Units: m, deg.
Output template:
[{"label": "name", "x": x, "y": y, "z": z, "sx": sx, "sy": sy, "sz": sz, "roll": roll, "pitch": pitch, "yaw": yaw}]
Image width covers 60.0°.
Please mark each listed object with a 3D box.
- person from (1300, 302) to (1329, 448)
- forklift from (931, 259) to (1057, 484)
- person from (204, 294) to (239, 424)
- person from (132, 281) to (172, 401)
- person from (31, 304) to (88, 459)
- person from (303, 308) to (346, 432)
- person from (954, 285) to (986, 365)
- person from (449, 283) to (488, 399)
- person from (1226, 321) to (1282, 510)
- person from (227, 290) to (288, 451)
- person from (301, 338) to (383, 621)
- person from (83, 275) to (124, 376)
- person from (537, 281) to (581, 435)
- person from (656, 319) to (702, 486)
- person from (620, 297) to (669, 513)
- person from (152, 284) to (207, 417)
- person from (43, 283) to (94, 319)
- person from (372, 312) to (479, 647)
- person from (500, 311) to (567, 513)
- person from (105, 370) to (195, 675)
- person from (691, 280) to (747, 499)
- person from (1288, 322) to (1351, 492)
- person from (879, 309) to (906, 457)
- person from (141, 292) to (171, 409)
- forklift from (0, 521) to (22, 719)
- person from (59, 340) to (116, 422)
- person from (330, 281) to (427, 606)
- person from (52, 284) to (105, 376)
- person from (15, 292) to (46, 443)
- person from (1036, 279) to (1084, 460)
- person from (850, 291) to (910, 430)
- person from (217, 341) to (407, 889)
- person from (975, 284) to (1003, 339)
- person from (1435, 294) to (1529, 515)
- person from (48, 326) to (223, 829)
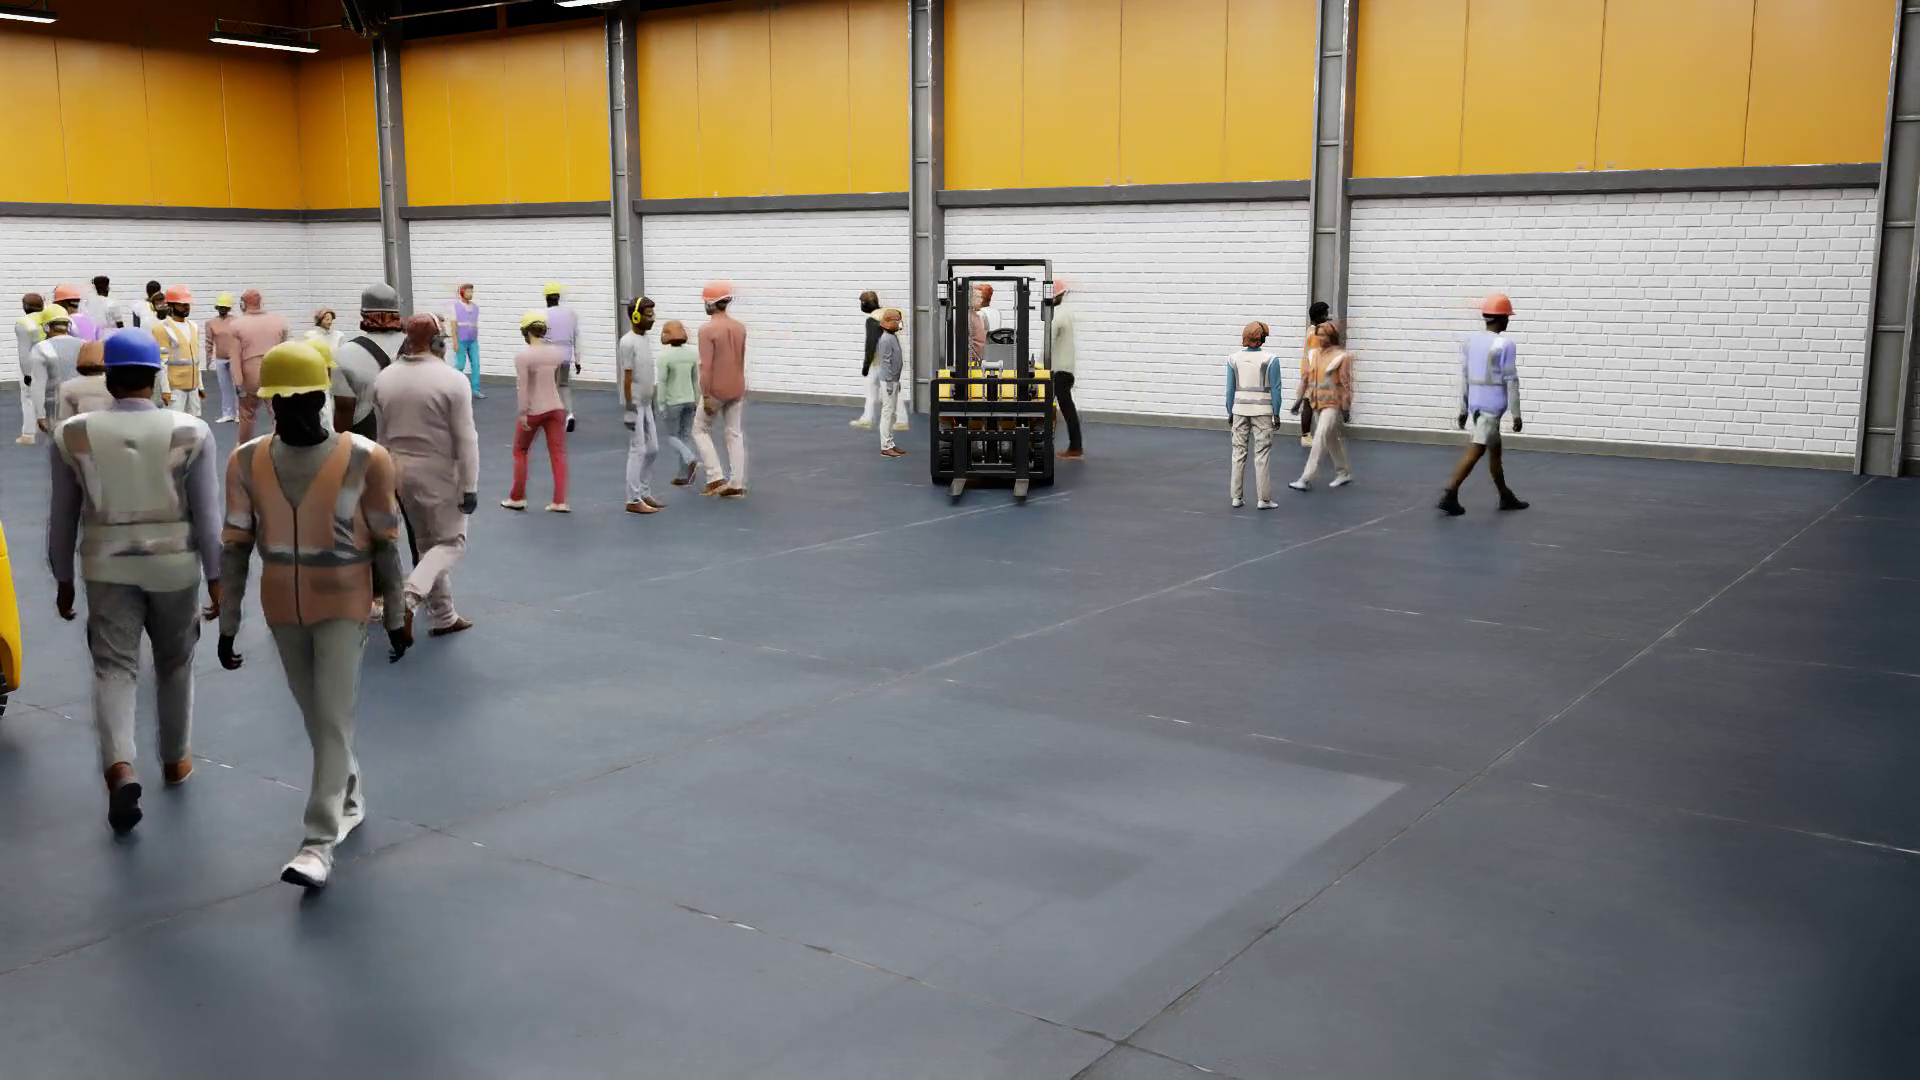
[{"label": "person", "x": 4.117, "y": -1.917, "z": 19.322, "sx": 0.318, "sy": 1.691, "sz": 0.534, "roll": 1, "pitch": 10, "yaw": 8}, {"label": "forklift", "x": 0.370, "y": -1.738, "z": 16.759, "sx": 1.214, "sy": 2.155, "sz": 2.313, "roll": 1, "pitch": 10, "yaw": 3}, {"label": "person", "x": -9.692, "y": -2.394, "z": 22.047, "sx": 0.611, "sy": 1.728, "sz": 0.668, "roll": -1, "pitch": 10, "yaw": -8}, {"label": "person", "x": -12.181, "y": -2.990, "z": 25.224, "sx": 0.595, "sy": 1.856, "sz": 1.042, "roll": -1, "pitch": 10, "yaw": -6}, {"label": "person", "x": -7.706, "y": -1.142, "z": 14.408, "sx": 0.668, "sy": 1.798, "sz": 0.599, "roll": 5, "pitch": 11, "yaw": 27}, {"label": "person", "x": -7.399, "y": -1.905, "z": 19.454, "sx": 0.533, "sy": 1.619, "sz": 0.657, "roll": -9, "pitch": 13, "yaw": -44}, {"label": "person", "x": 0.117, "y": -1.869, "z": 18.491, "sx": 0.400, "sy": 1.905, "sz": 0.696, "roll": 0, "pitch": 10, "yaw": 0}, {"label": "person", "x": -7.793, "y": -3.116, "z": 26.078, "sx": 0.715, "sy": 1.822, "sz": 0.581, "roll": 6, "pitch": 11, "yaw": 32}, {"label": "person", "x": 2.554, "y": -1.079, "z": 14.488, "sx": 0.514, "sy": 1.639, "sz": 0.310, "roll": 6, "pitch": 11, "yaw": 33}, {"label": "person", "x": -7.461, "y": -1.724, "z": 17.705, "sx": 0.660, "sy": 1.852, "sz": 1.010, "roll": -8, "pitch": 12, "yaw": -40}, {"label": "person", "x": -3.699, "y": -0.316, "z": 9.726, "sx": 0.754, "sy": 1.704, "sz": 0.497, "roll": -7, "pitch": 12, "yaw": -35}, {"label": "person", "x": -13.103, "y": -3.075, "z": 25.452, "sx": 0.626, "sy": 1.951, "sz": 0.706, "roll": 2, "pitch": 10, "yaw": 10}, {"label": "person", "x": -5.003, "y": -2.241, "z": 20.575, "sx": 0.611, "sy": 1.912, "sz": 0.411, "roll": -8, "pitch": 12, "yaw": -39}, {"label": "person", "x": -2.640, "y": -1.288, "z": 15.815, "sx": 0.520, "sy": 1.621, "sz": 0.504, "roll": 8, "pitch": 12, "yaw": 40}, {"label": "person", "x": -2.728, "y": -1.142, "z": 14.241, "sx": 0.338, "sy": 1.857, "sz": 0.536, "roll": 2, "pitch": 10, "yaw": 13}, {"label": "person", "x": -7.548, "y": -1.513, "z": 16.179, "sx": 0.379, "sy": 1.938, "sz": 0.547, "roll": 3, "pitch": 10, "yaw": 17}, {"label": "person", "x": -11.450, "y": -2.358, "z": 21.380, "sx": 0.651, "sy": 1.889, "sz": 0.619, "roll": -5, "pitch": 11, "yaw": -26}, {"label": "person", "x": -3.017, "y": -0.335, "z": 9.346, "sx": 0.649, "sy": 1.884, "sz": 0.758, "roll": 4, "pitch": 10, "yaw": 23}, {"label": "person", "x": -3.694, "y": -1.100, "z": 14.364, "sx": 0.769, "sy": 1.727, "sz": 0.516, "roll": 8, "pitch": 12, "yaw": 38}, {"label": "person", "x": -4.388, "y": -0.132, "z": 8.797, "sx": 0.840, "sy": 1.666, "sz": 0.531, "roll": 5, "pitch": 11, "yaw": 29}, {"label": "person", "x": -2.169, "y": -1.351, "z": 15.068, "sx": 0.506, "sy": 1.979, "sz": 0.611, "roll": 7, "pitch": 12, "yaw": 38}, {"label": "person", "x": 3.444, "y": -1.257, "z": 15.698, "sx": 0.909, "sy": 1.588, "sz": 0.511, "roll": -6, "pitch": 11, "yaw": -30}, {"label": "person", "x": -0.751, "y": -1.742, "z": 18.453, "sx": 0.279, "sy": 1.632, "sz": 0.500, "roll": 1, "pitch": 10, "yaw": 8}, {"label": "person", "x": -9.352, "y": -2.012, "z": 19.584, "sx": 0.990, "sy": 1.798, "sz": 0.599, "roll": 7, "pitch": 12, "yaw": 36}, {"label": "forklift", "x": -5.296, "y": -0.090, "z": 6.943, "sx": 1.214, "sy": 2.155, "sz": 2.313, "roll": 7, "pitch": 12, "yaw": 35}, {"label": "person", "x": -6.172, "y": -0.636, "z": 11.998, "sx": 0.502, "sy": 1.583, "sz": 0.895, "roll": 0, "pitch": 10, "yaw": -1}, {"label": "person", "x": -3.571, "y": -0.584, "z": 10.343, "sx": 0.688, "sy": 2.000, "sz": 0.537, "roll": -7, "pitch": 12, "yaw": -36}, {"label": "person", "x": -9.402, "y": -1.731, "z": 17.568, "sx": 0.790, "sy": 1.905, "sz": 0.563, "roll": 1, "pitch": 10, "yaw": 8}, {"label": "person", "x": -10.783, "y": -2.017, "z": 19.629, "sx": 0.900, "sy": 1.811, "sz": 0.632, "roll": 4, "pitch": 10, "yaw": 20}, {"label": "person", "x": 0.951, "y": -1.851, "z": 18.116, "sx": 0.922, "sy": 1.950, "sz": 0.635, "roll": 2, "pitch": 10, "yaw": 12}, {"label": "person", "x": -1.052, "y": -2.272, "z": 21.183, "sx": 0.888, "sy": 1.778, "sz": 0.640, "roll": 1, "pitch": 10, "yaw": 5}, {"label": "person", "x": -2.308, "y": 0.255, "z": 5.835, "sx": 0.604, "sy": 1.875, "sz": 0.949, "roll": 1, "pitch": 10, "yaw": 5}, {"label": "person", "x": 0.297, "y": -2.156, "z": 20.175, "sx": 0.355, "sy": 1.882, "sz": 0.576, "roll": 6, "pitch": 11, "yaw": 31}, {"label": "person", "x": 4.489, "y": -1.147, "z": 14.186, "sx": 1.015, "sy": 1.896, "sz": 0.556, "roll": -4, "pitch": 10, "yaw": -21}, {"label": "person", "x": -3.209, "y": 0.128, "z": 6.492, "sx": 0.622, "sy": 1.917, "sz": 0.916, "roll": -4, "pitch": 10, "yaw": -20}]
